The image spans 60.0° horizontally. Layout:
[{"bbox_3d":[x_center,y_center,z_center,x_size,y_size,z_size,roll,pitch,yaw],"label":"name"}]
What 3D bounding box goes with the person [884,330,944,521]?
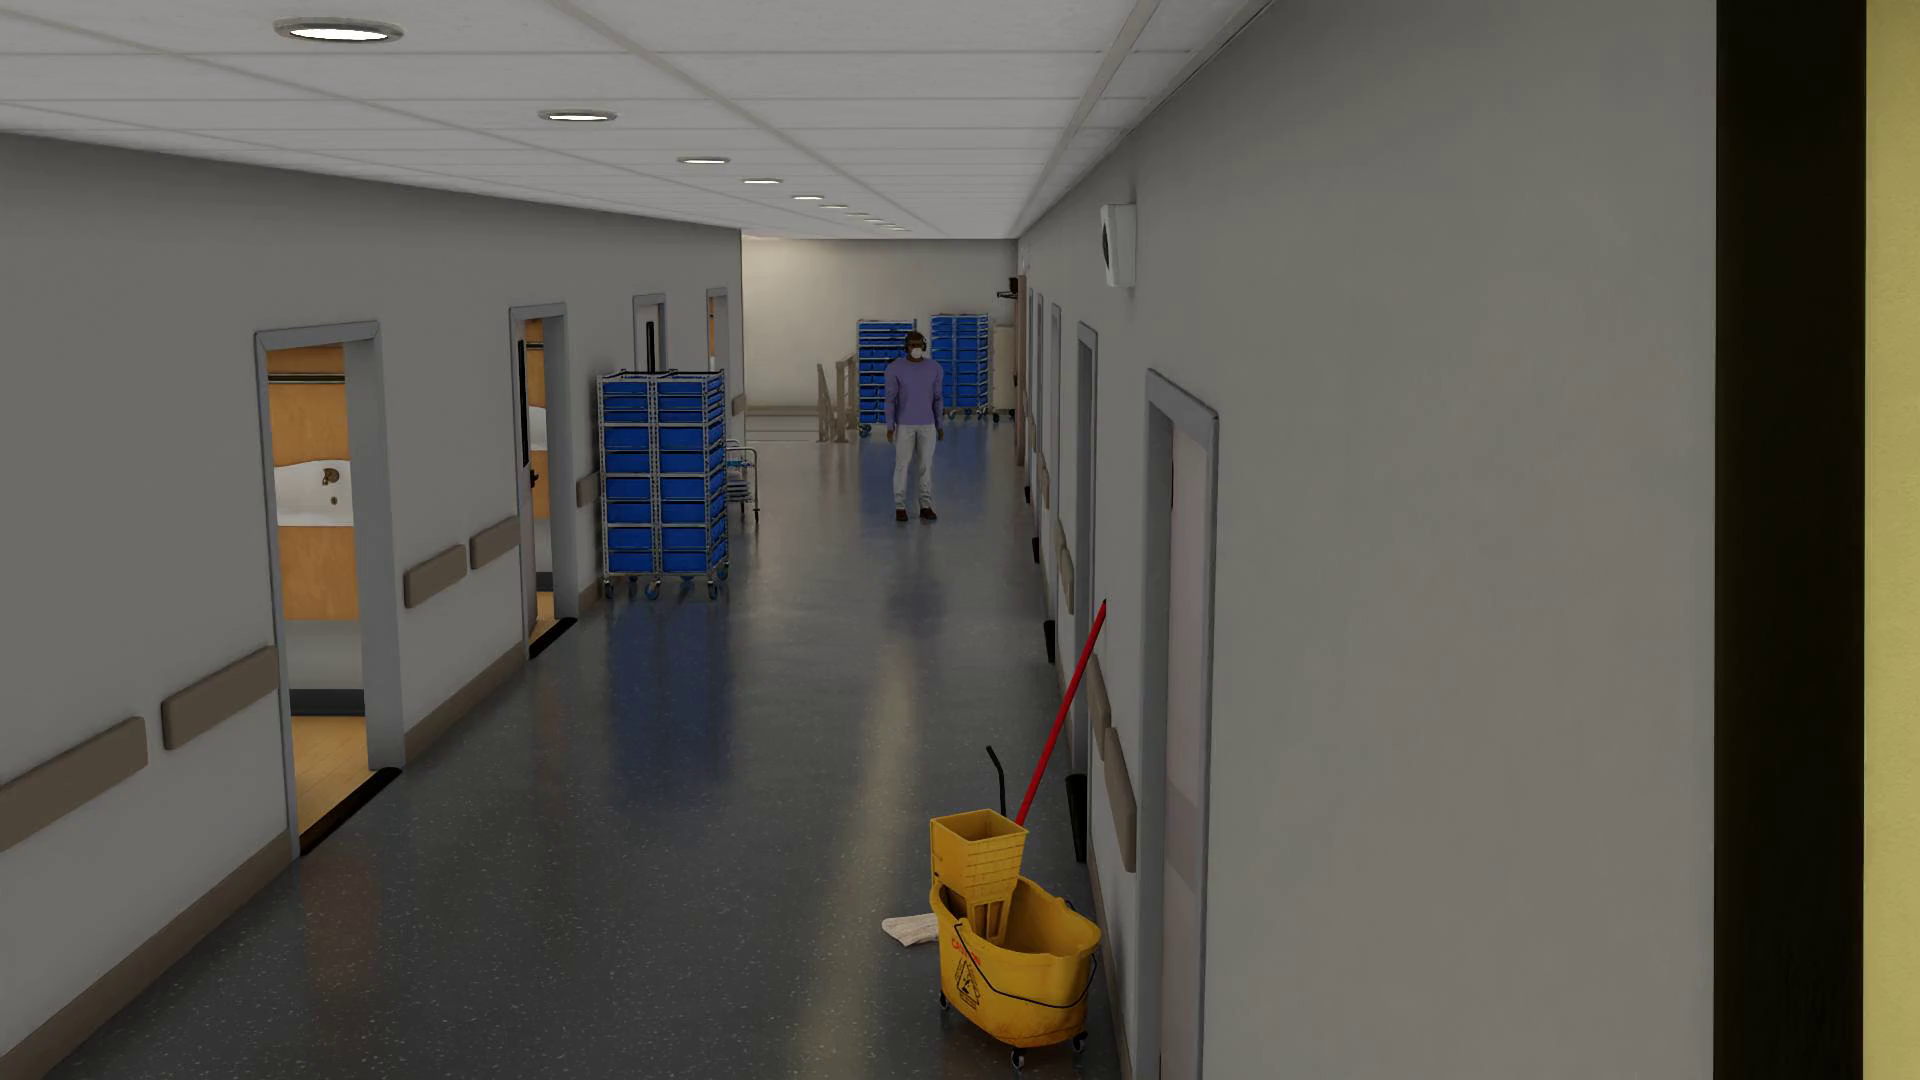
[{"bbox_3d":[-0.460,-1.162,16.932,0.635,1.938,0.361,-4,10,-20],"label":"person"}]
